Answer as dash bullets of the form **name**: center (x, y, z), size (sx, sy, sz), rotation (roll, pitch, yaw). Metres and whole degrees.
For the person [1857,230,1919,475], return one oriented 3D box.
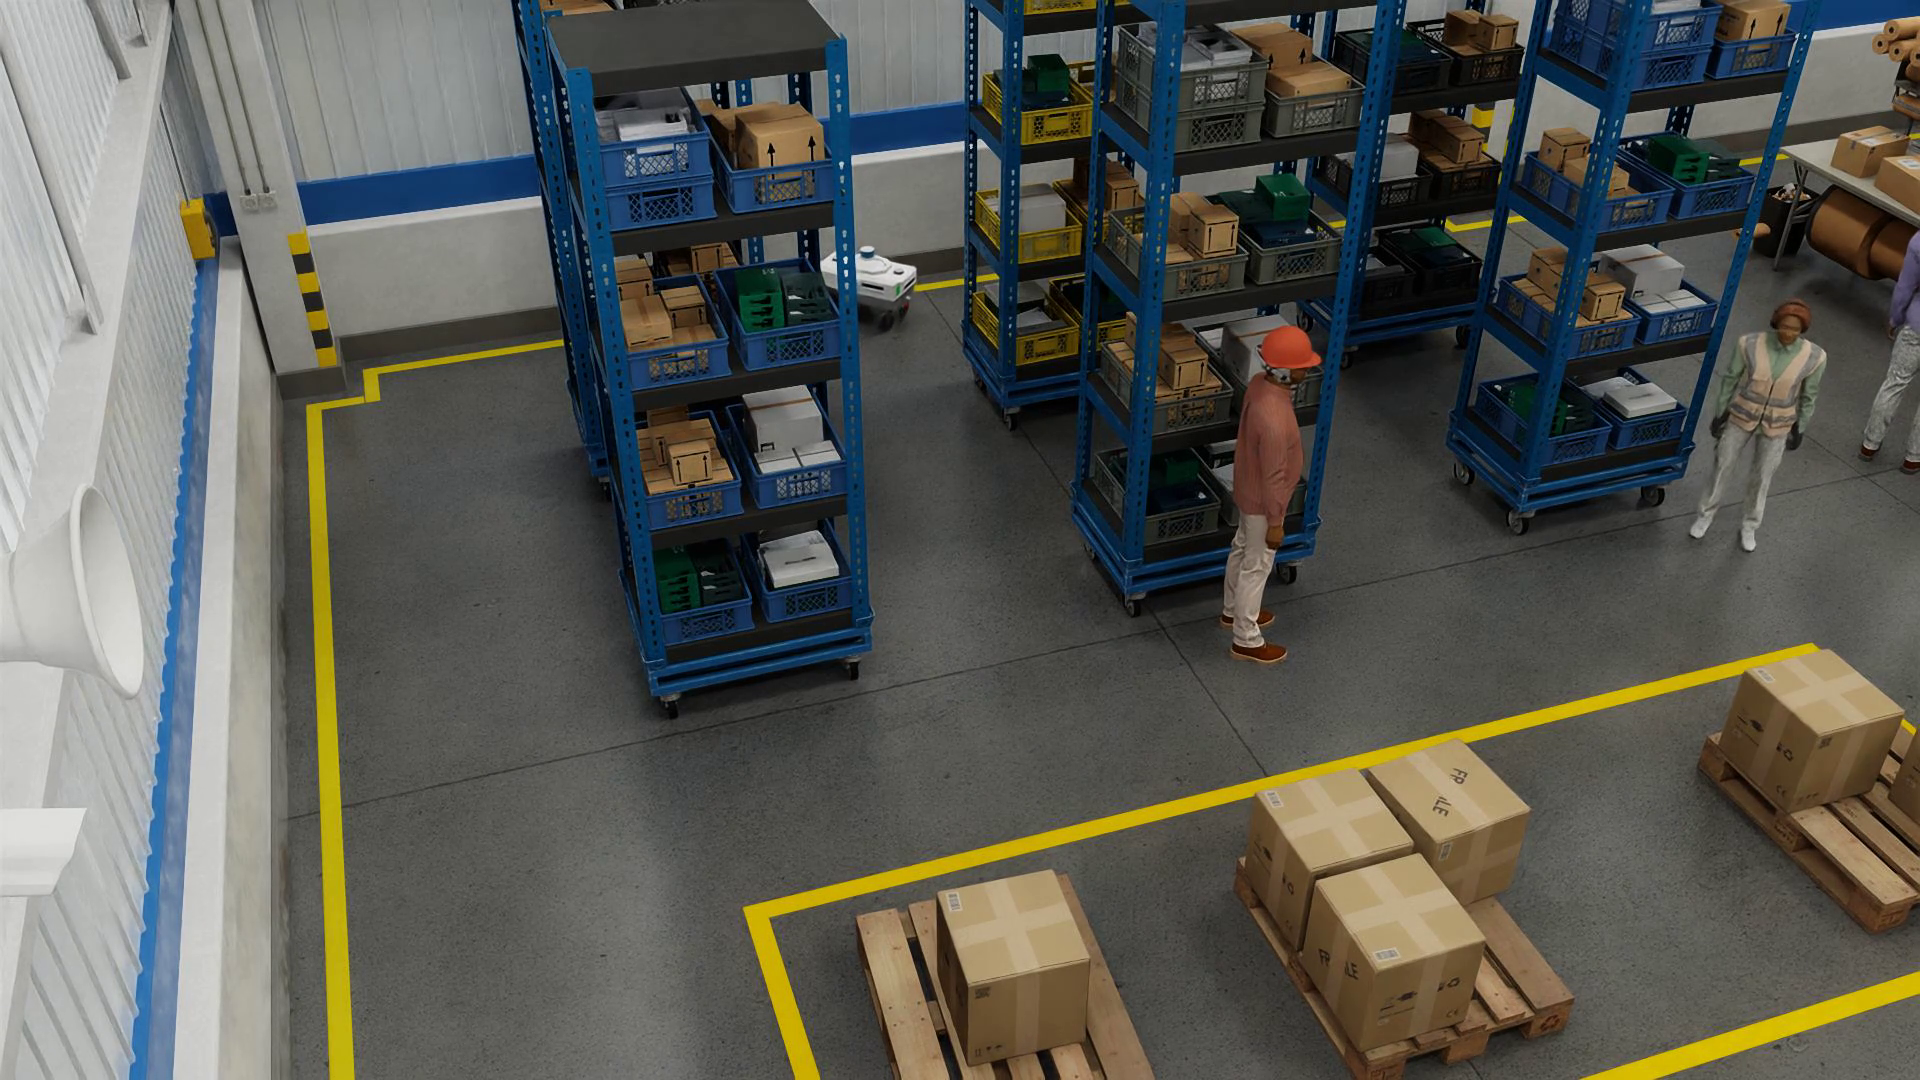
- **person**: center (6.150, -1.319, 10.466), size (0.632, 1.940, 0.372), rotation (27, 43, 33)

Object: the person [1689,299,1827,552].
- **person**: center (4.720, -0.688, 9.836), size (0.525, 1.630, 0.315), rotation (15, 38, 20)

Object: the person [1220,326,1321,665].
- **person**: center (1.636, -0.244, 8.893), size (0.376, 1.995, 0.612), rotation (-1, 35, -1)

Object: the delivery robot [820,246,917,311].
- **delivery robot**: center (-0.689, -1.969, 12.501), size (0.707, 0.478, 0.477), rotation (15, 38, 20)
